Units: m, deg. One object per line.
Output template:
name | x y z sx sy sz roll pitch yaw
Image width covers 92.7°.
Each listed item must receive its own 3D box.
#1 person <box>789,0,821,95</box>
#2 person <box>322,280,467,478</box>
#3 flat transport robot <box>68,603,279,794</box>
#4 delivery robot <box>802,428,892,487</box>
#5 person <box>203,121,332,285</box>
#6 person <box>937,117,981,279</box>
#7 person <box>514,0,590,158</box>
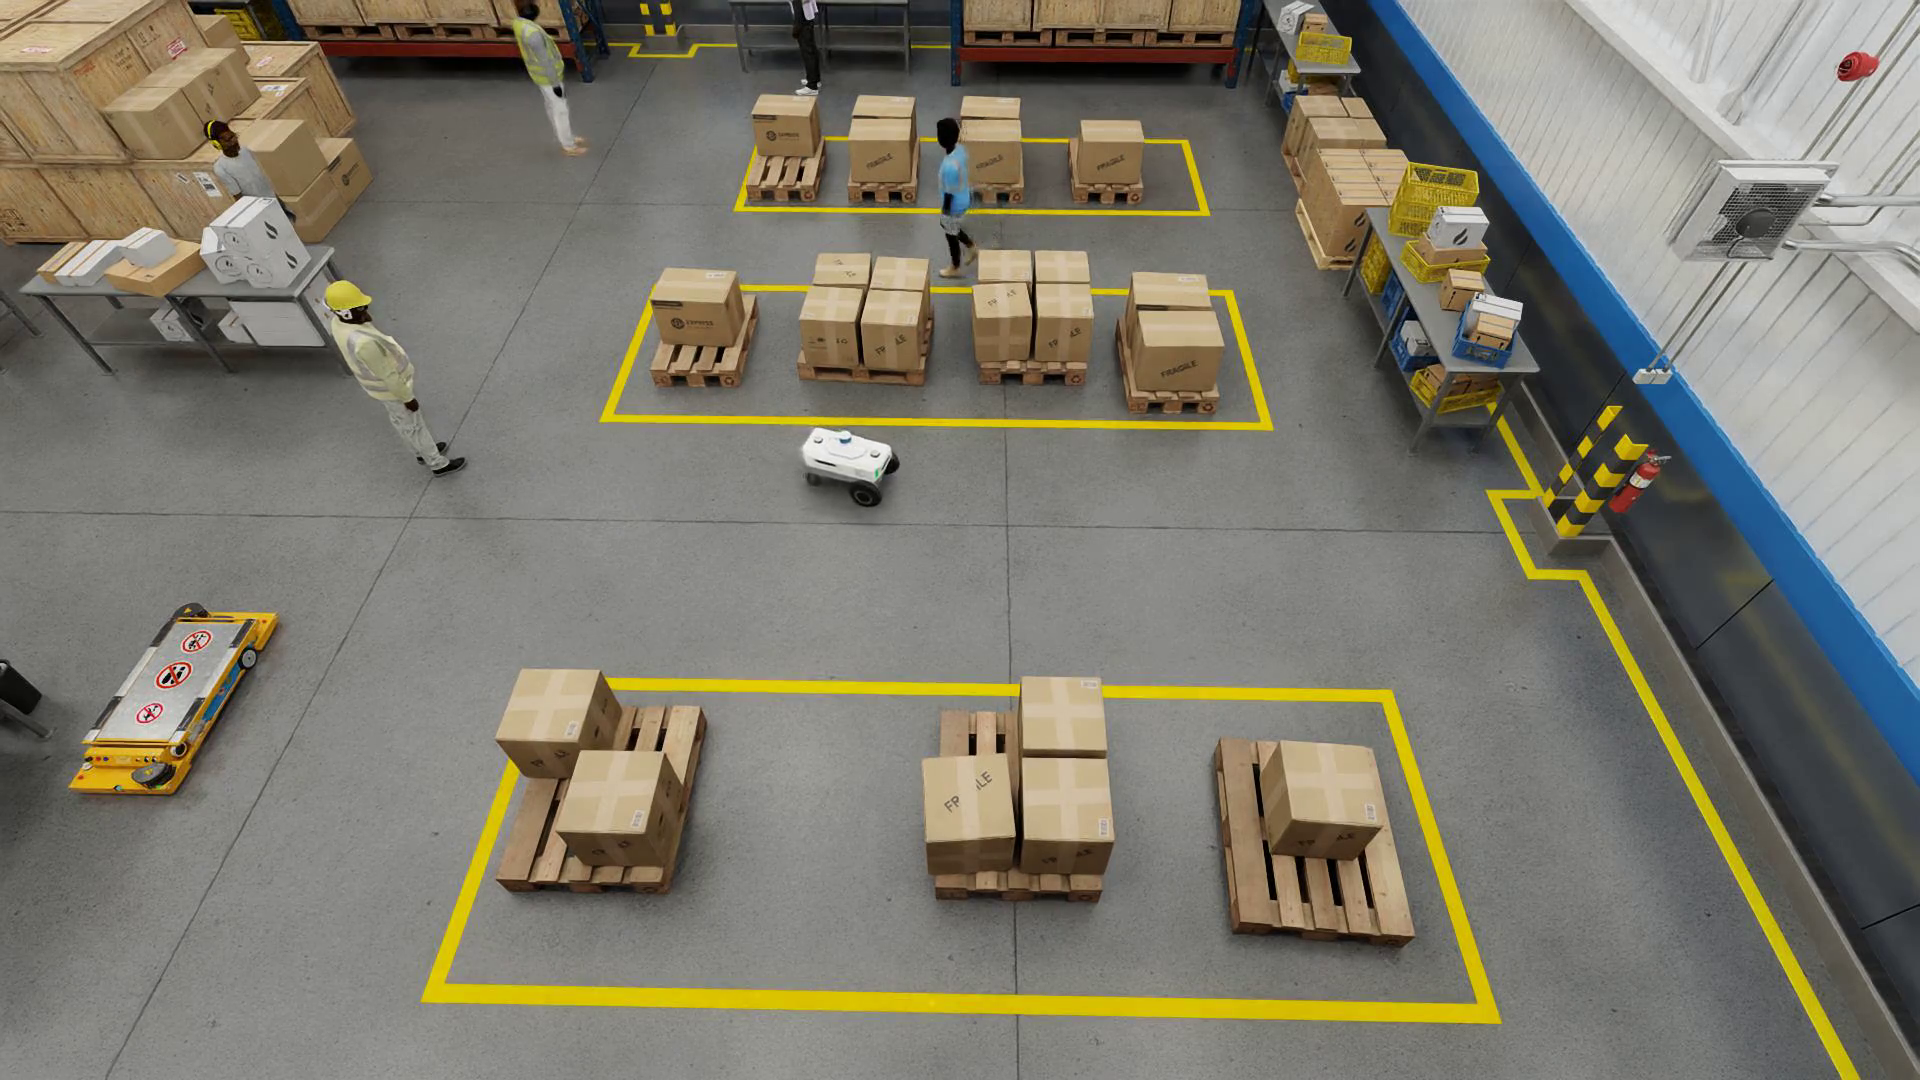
person | -2.084 -6.940 12.151 0.391 1.919 0.593 6 50 5
person | -4.601 -1.277 7.418 0.588 1.827 0.404 36 58 26
flat transport robot | -5.504 1.072 6.442 0.652 0.197 1.431 1 50 1
delivery robot | -0.948 -0.708 7.704 0.707 0.478 0.477 15 51 12
person | -6.773 -3.191 9.013 0.321 1.866 0.532 1 50 1
person | -0.045 -3.451 9.346 0.403 1.678 0.549 3 50 2
person | -4.965 -5.604 11.070 0.429 1.841 0.633 -27 55 -21
